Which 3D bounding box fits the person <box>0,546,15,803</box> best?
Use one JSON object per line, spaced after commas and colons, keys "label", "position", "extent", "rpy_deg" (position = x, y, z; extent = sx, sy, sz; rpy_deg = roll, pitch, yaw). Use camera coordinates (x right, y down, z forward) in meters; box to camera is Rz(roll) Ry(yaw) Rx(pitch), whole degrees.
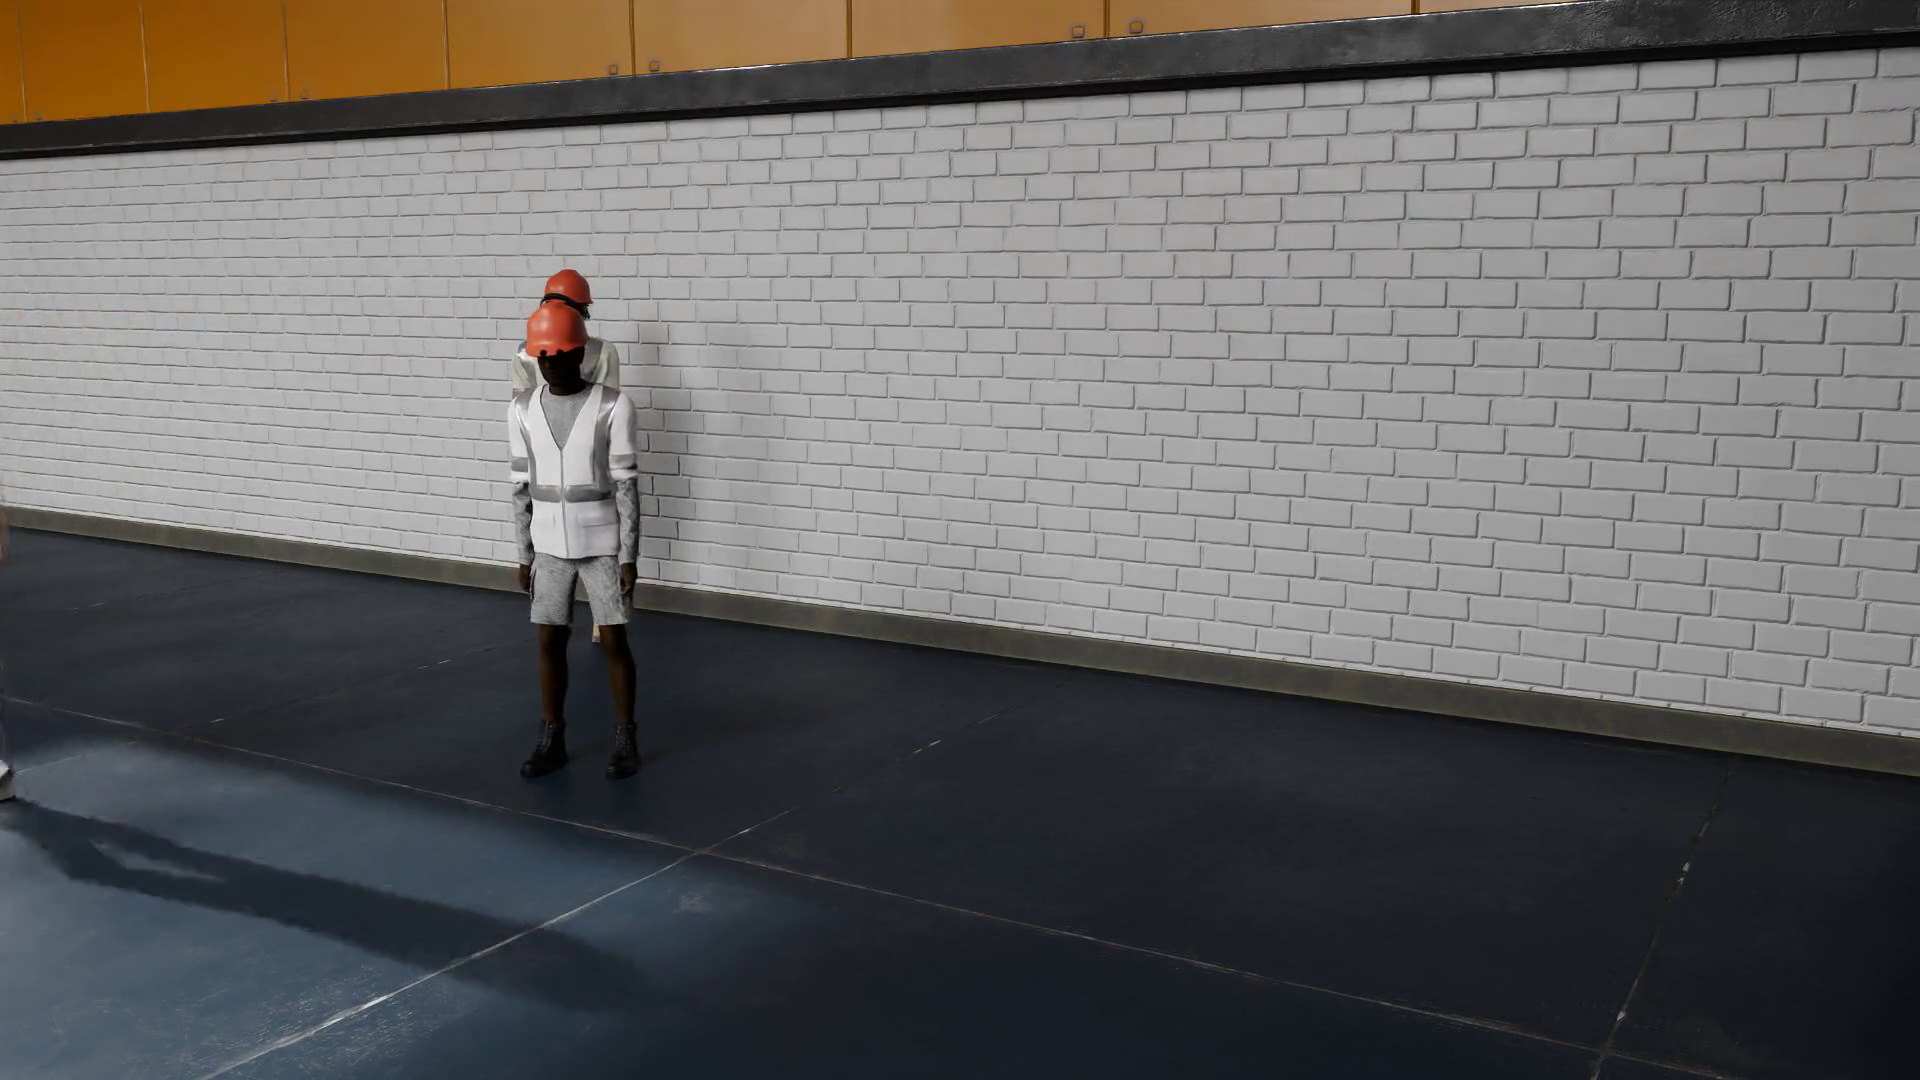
{"label": "person", "position": [-3.805, 0.089, 6.188], "extent": [0.433, 1.911, 0.594], "rpy_deg": [-2, 9, -15]}

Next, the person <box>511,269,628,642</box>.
{"label": "person", "position": [-2.130, -0.452, 9.131], "extent": [0.608, 2.045, 0.391], "rpy_deg": [1, 9, 7]}

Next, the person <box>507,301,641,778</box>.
{"label": "person", "position": [-1.529, 0.020, 6.602], "extent": [0.537, 1.916, 0.461], "rpy_deg": [1, 9, 8]}
